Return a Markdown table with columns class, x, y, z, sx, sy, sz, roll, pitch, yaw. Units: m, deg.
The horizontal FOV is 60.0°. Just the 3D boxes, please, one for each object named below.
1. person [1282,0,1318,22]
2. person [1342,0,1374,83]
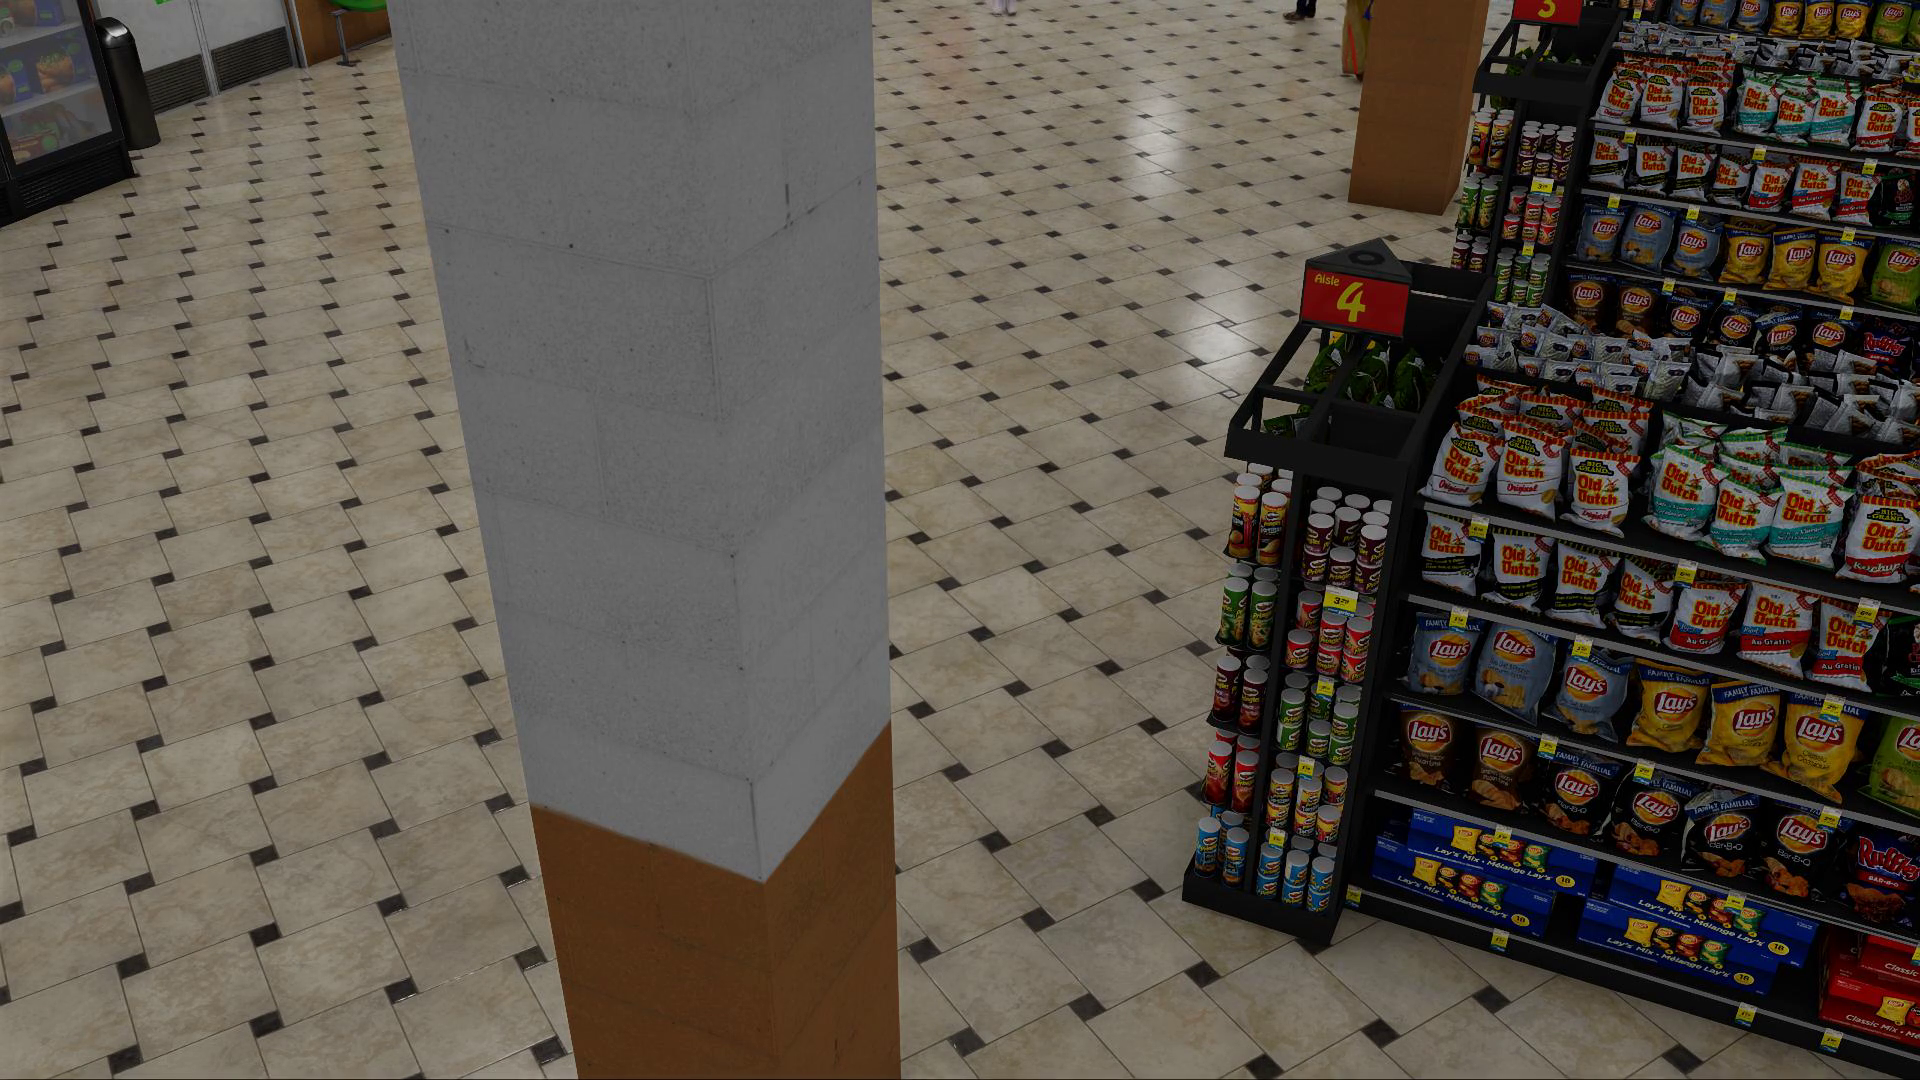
| class | x | y | z | sx | sy | sz | roll | pitch | yaw |
| --- | --- | --- | --- | --- | --- | --- | --- | --- | --- |
| person | 3.442 | -5.798 | 16.374 | 0.573 | 1.308 | 0.583 | -28 | 41 | -37 |
| person | 3.602 | -4.880 | 14.577 | 1.087 | 1.649 | 1.138 | -9 | 33 | -15 |
